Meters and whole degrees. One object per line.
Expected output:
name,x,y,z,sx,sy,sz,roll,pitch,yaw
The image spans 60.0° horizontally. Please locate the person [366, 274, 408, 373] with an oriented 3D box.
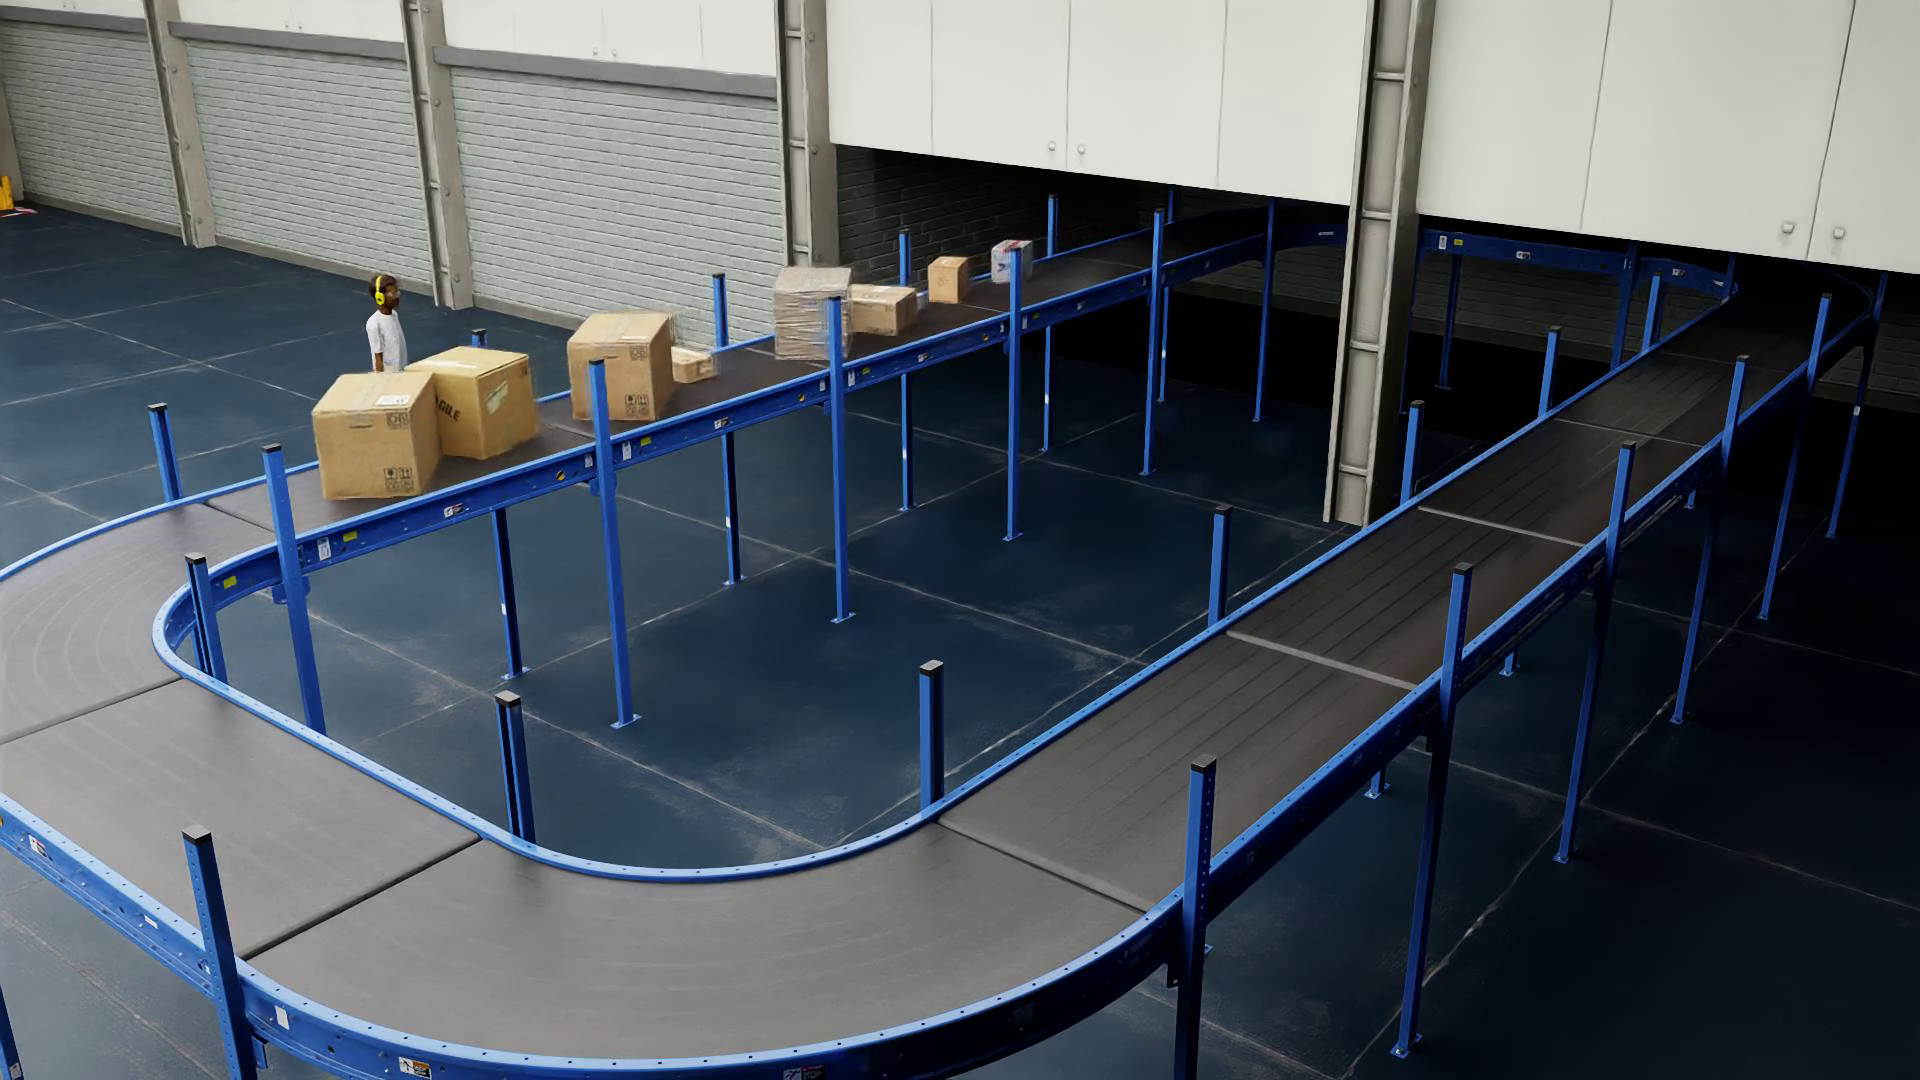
person,-4.718,-1.293,13.920,0.328,1.876,0.508,0,21,0
